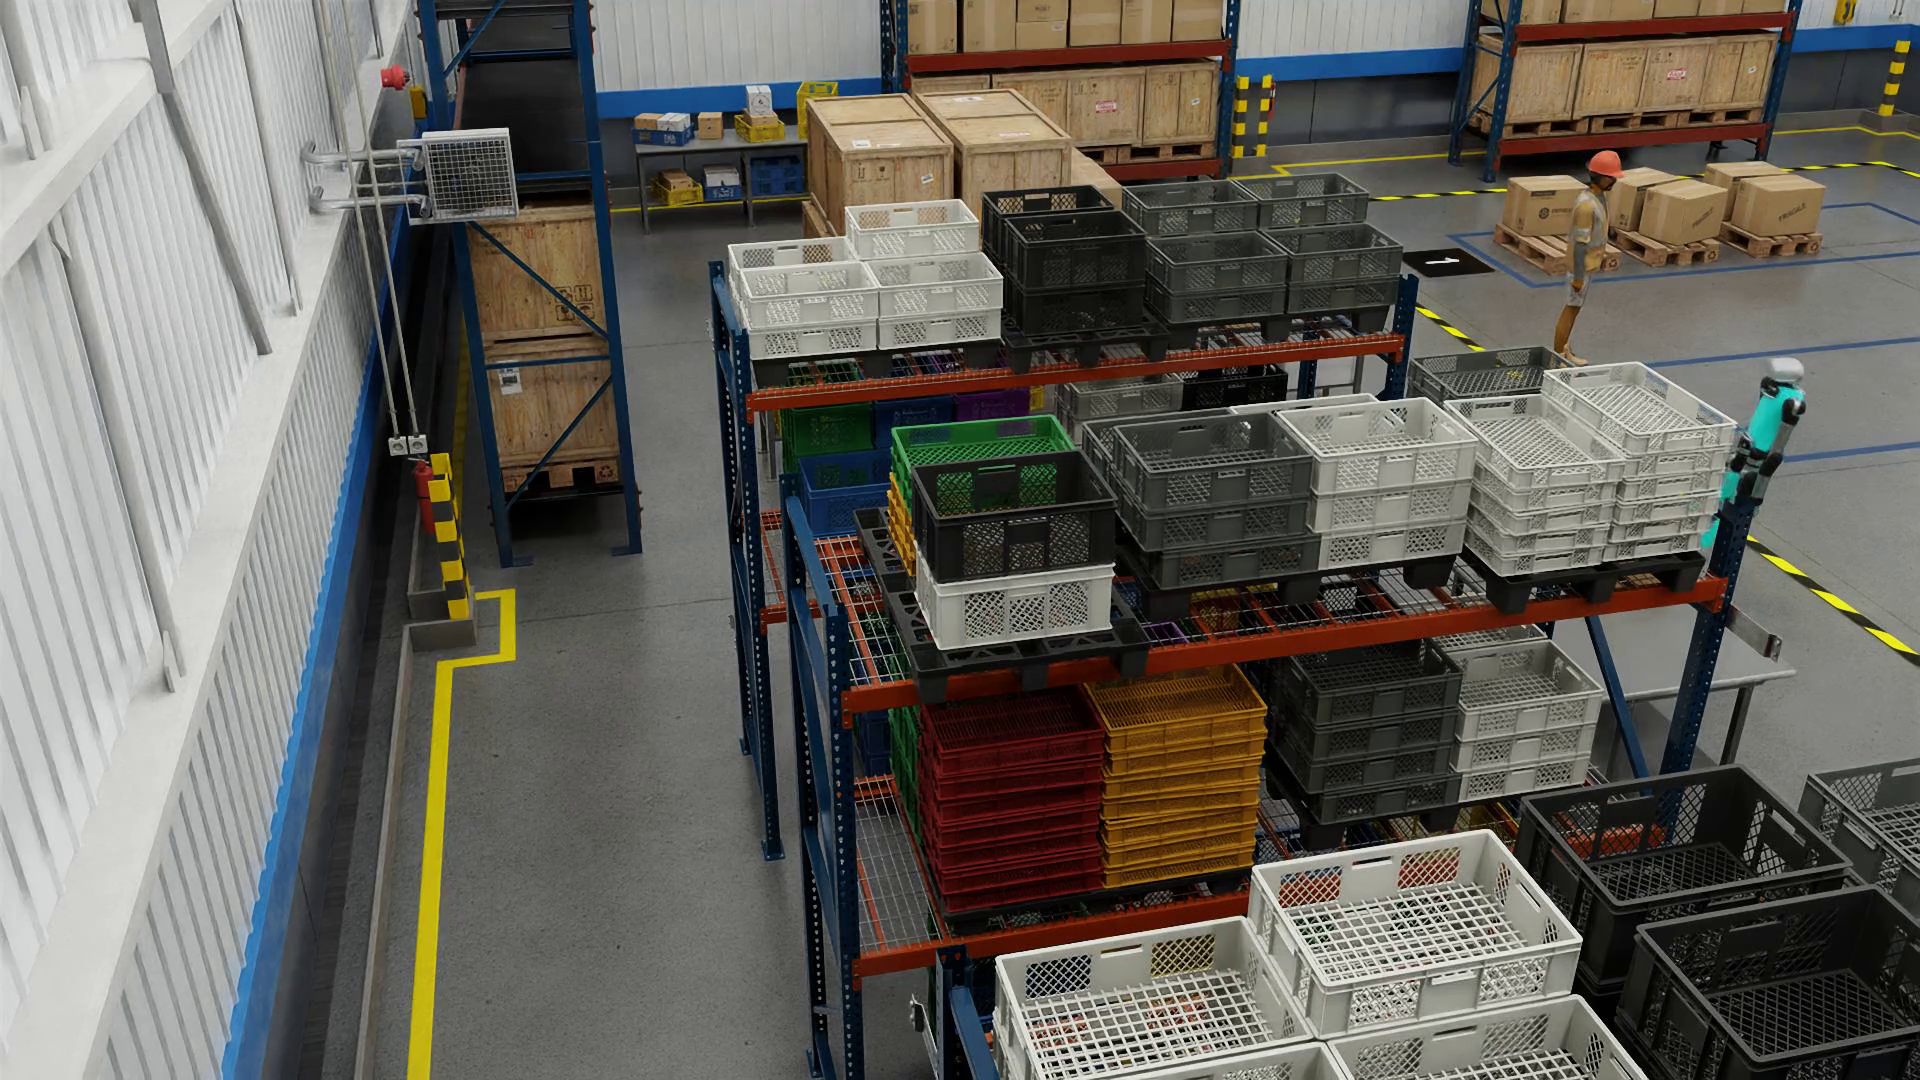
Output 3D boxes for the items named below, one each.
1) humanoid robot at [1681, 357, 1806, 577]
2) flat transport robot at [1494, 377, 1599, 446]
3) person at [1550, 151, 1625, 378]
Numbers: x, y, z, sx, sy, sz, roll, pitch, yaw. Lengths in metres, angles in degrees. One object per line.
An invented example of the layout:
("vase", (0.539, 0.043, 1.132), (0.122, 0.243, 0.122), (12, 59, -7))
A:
("humanoid robot", (5.108, -0.351, 11.198), (0.786, 1.832, 0.560), (3, 28, 5))
("flat transport robot", (4.780, -1.036, 14.013), (0.659, 0.231, 1.431), (-6, 28, -12))
("person", (5.574, -2.453, 14.801), (0.371, 2.040, 0.614), (14, 31, 24))
